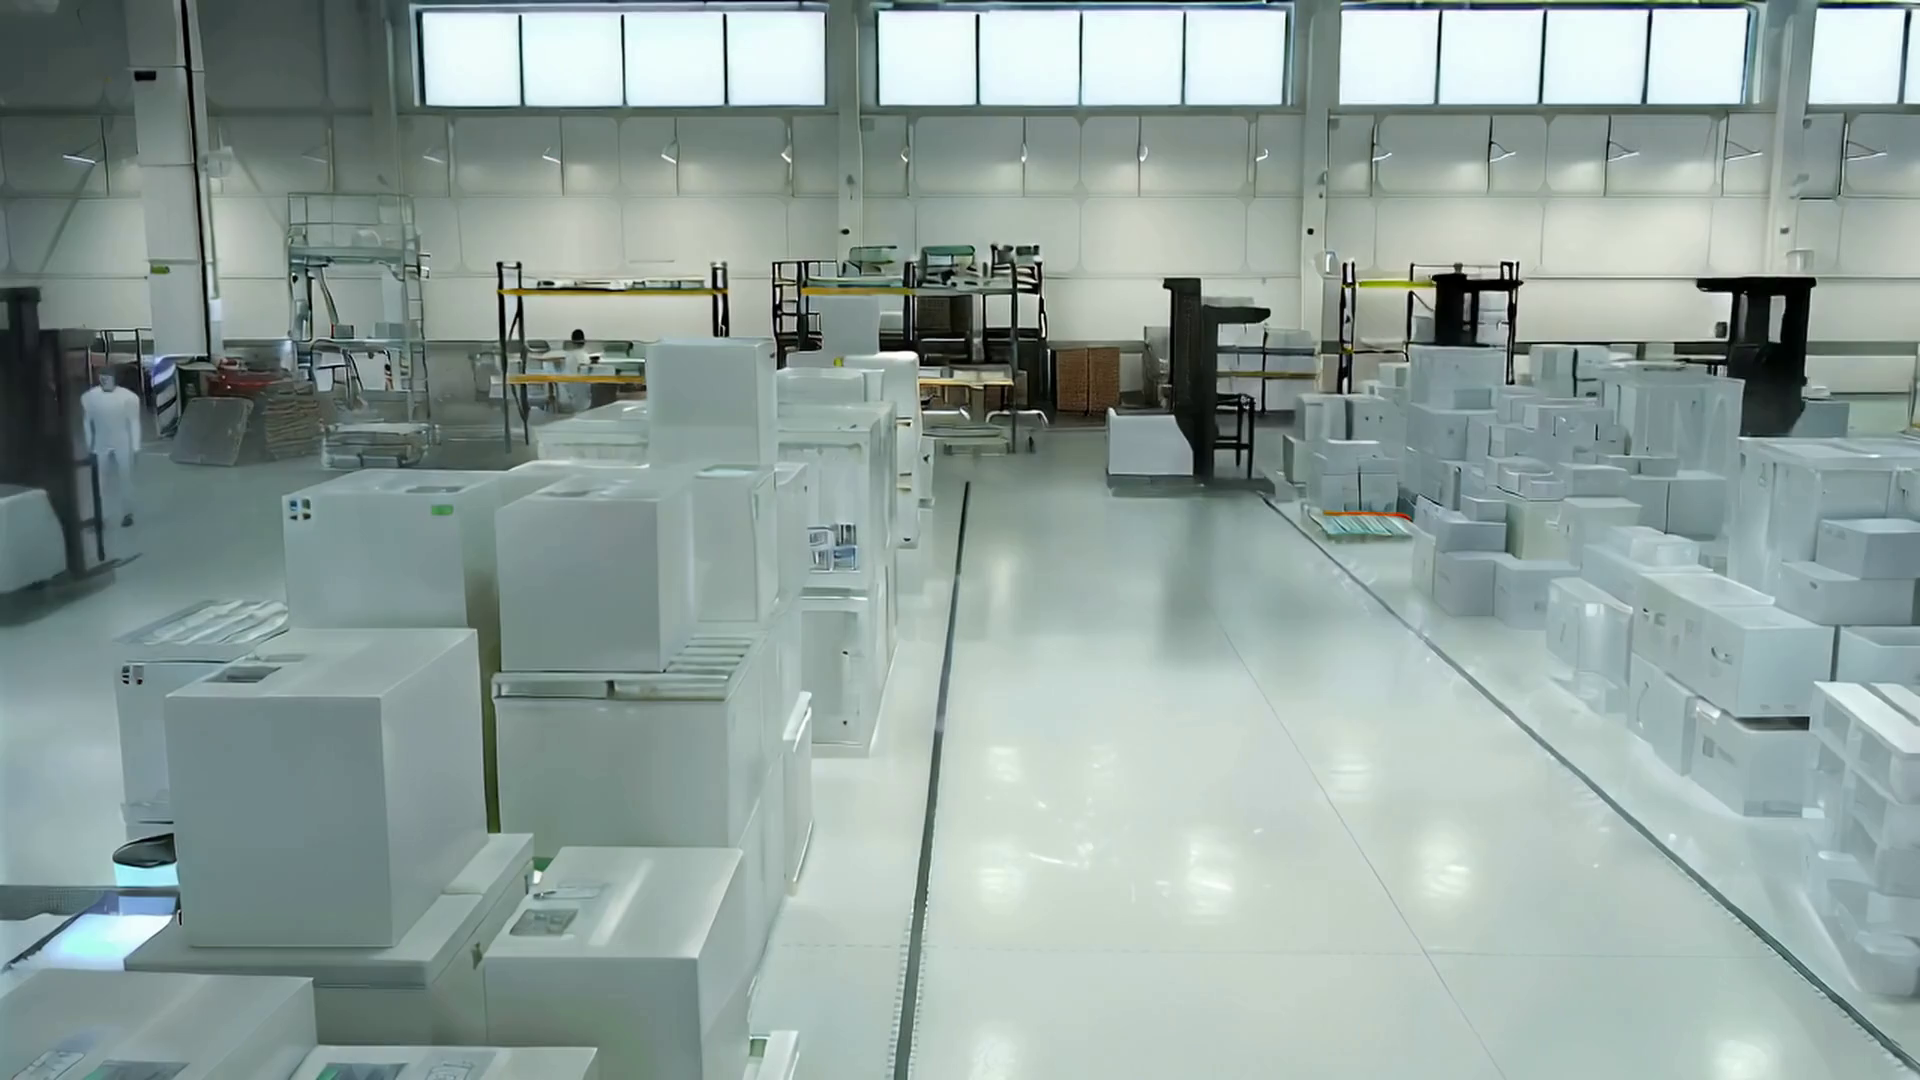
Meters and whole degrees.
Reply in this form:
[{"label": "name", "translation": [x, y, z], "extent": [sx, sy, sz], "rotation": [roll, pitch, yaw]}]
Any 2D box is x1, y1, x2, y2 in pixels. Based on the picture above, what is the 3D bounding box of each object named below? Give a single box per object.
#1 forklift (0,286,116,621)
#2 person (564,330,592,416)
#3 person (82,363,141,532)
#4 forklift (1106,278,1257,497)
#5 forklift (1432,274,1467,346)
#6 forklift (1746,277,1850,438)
[{"label": "forklift", "translation": [-8.425, -0.801, 14.436], "extent": [1.129, 2.768, 1.873], "rotation": [-1, 9, -3]}, {"label": "person", "translation": [-6.290, -2.512, 27.549], "extent": [0.377, 1.932, 0.544], "rotation": [4, 10, 22]}, {"label": "person", "translation": [-9.589, -1.038, 18.781], "extent": [0.650, 1.892, 0.977], "rotation": [-1, 10, -7]}, {"label": "forklift", "translation": [2.884, -2.007, 21.659], "extent": [1.873, 2.768, 1.129], "rotation": [0, 9, 1]}, {"label": "forklift", "translation": [8.573, -3.288, 29.333], "extent": [1.873, 2.768, 1.129], "rotation": [0, 9, 1]}, {"label": "forklift", "translation": [11.681, -2.370, 23.829], "extent": [1.873, 2.768, 1.129], "rotation": [-3, 10, -15]}]
